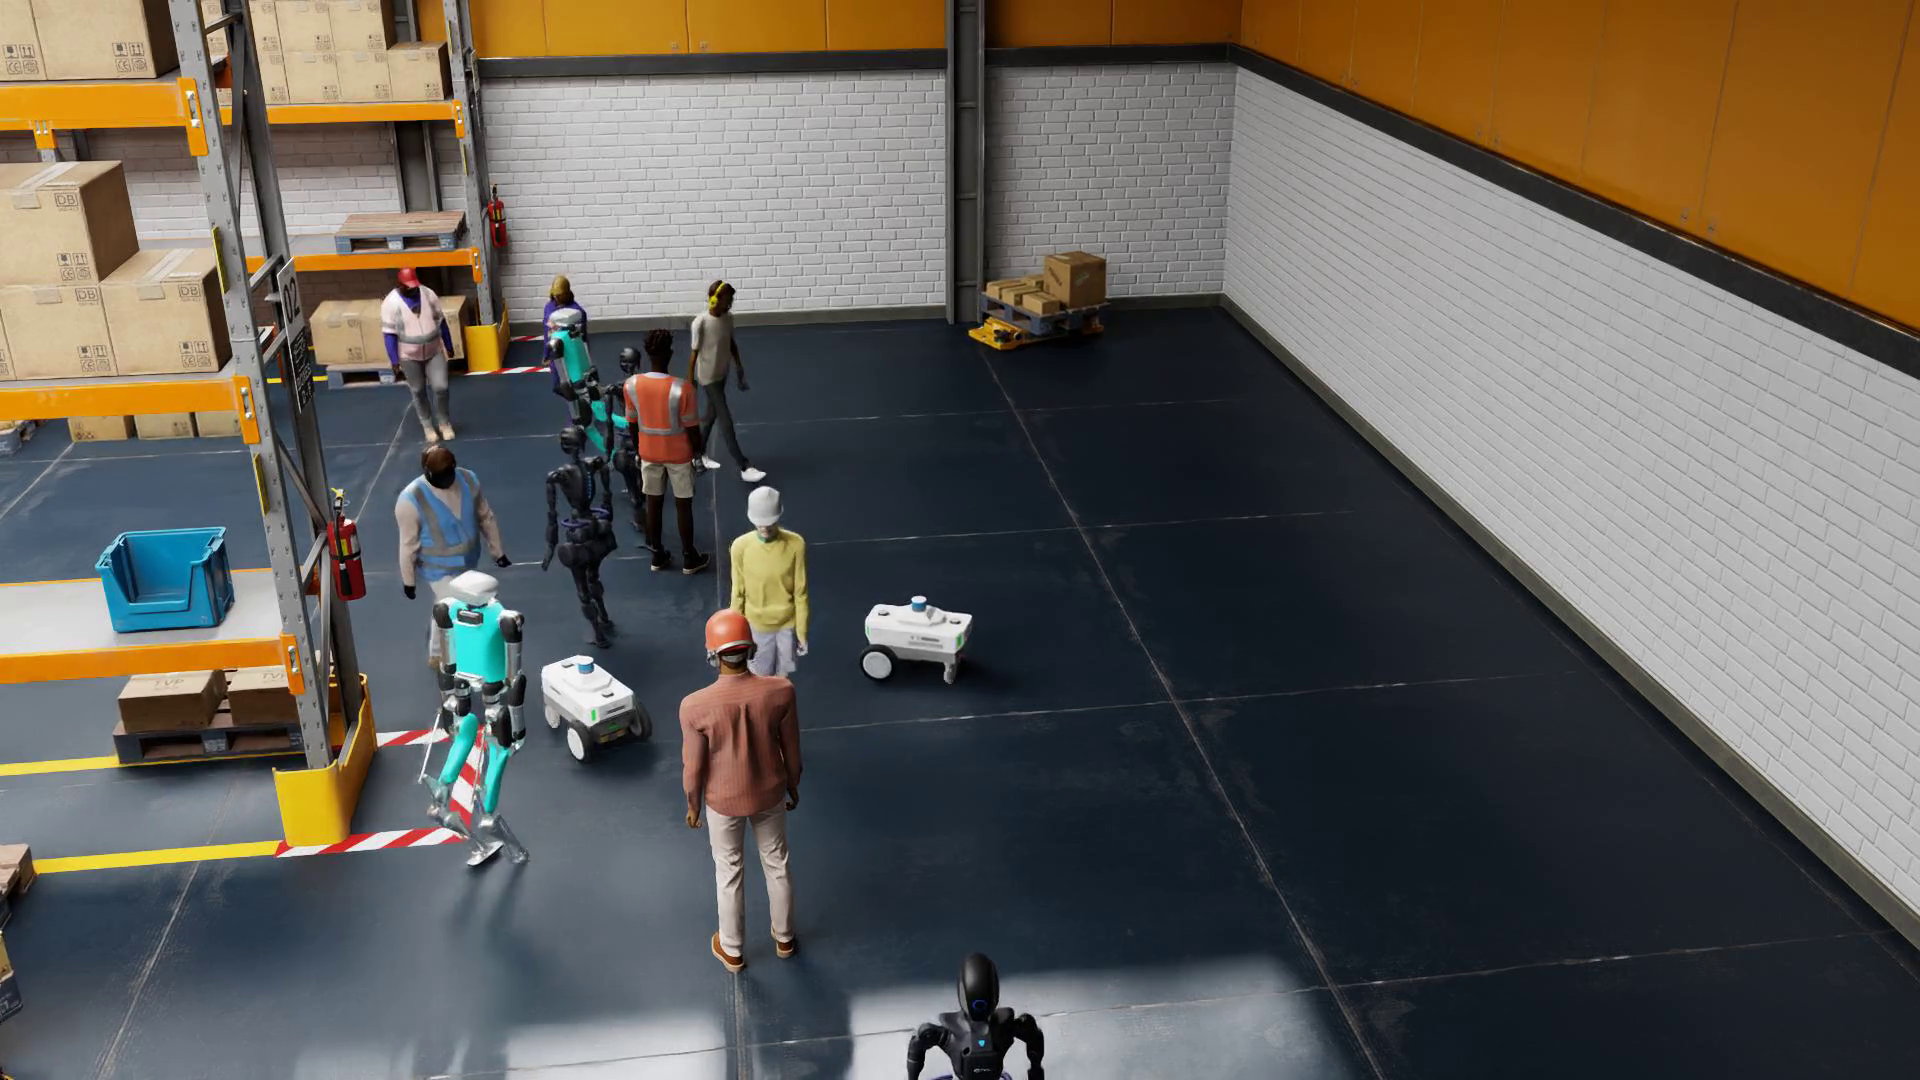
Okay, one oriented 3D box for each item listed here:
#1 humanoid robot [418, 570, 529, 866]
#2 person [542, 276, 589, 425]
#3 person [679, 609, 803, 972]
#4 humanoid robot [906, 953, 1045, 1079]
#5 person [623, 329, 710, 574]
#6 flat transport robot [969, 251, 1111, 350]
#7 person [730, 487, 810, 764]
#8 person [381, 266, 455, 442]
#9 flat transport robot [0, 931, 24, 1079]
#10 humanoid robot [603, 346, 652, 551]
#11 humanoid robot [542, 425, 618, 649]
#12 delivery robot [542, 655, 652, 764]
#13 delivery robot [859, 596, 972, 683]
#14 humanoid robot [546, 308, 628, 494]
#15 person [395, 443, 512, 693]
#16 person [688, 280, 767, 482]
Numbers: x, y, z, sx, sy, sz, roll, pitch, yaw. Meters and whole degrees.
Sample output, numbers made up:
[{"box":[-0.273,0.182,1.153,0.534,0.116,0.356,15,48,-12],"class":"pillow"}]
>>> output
[{"box":[-2.694,1.088,9.083,0.547,1.784,0.676,8,25,17],"class":"humanoid robot"},{"box":[-3.649,-1.744,15.696,0.458,1.602,0.607,12,26,25],"class":"person"},{"box":[-1.093,1.266,8.378,0.610,1.987,0.388,-9,25,-20],"class":"person"},{"box":[0.052,2.290,6.429,0.589,1.644,0.367,-5,24,-10],"class":"humanoid robot"},{"box":[-2.254,-0.678,12.830,0.605,1.967,0.368,6,24,14],"class":"person"},{"box":[0.878,-2.427,18.926,1.431,0.231,0.659,-14,27,-29],"class":"flat transport robot"},{"box":[-1.168,0.510,10.251,0.476,1.869,0.482,-6,24,-12],"class":"person"},{"box":[-5.020,-1.722,15.504,0.629,1.726,0.493,-14,27,-28],"class":"person"},{"box":[-5.162,2.479,7.749,1.431,0.231,0.659,12,26,26],"class":"flat transport robot"},{"box":[-2.651,-0.753,13.376,0.558,1.645,0.610,21,31,39],"class":"humanoid robot"},{"box":[-2.682,-0.025,11.711,0.402,1.649,0.591,18,30,35],"class":"humanoid robot"},{"box":[-2.364,1.051,10.669,0.499,0.614,0.808,-19,30,-37],"class":"delivery robot"},{"box":[-0.308,0.675,11.503,0.767,0.595,0.500,6,24,13],"class":"delivery robot"},{"box":[-3.004,-1.096,14.092,1.056,1.724,0.553,6,24,13],"class":"humanoid robot"},{"box":[-3.348,0.174,11.121,0.916,1.782,0.694,12,26,25],"class":"person"},{"box":[-2.085,-1.404,14.685,1.005,1.804,0.575,12,26,25],"class":"person"}]
